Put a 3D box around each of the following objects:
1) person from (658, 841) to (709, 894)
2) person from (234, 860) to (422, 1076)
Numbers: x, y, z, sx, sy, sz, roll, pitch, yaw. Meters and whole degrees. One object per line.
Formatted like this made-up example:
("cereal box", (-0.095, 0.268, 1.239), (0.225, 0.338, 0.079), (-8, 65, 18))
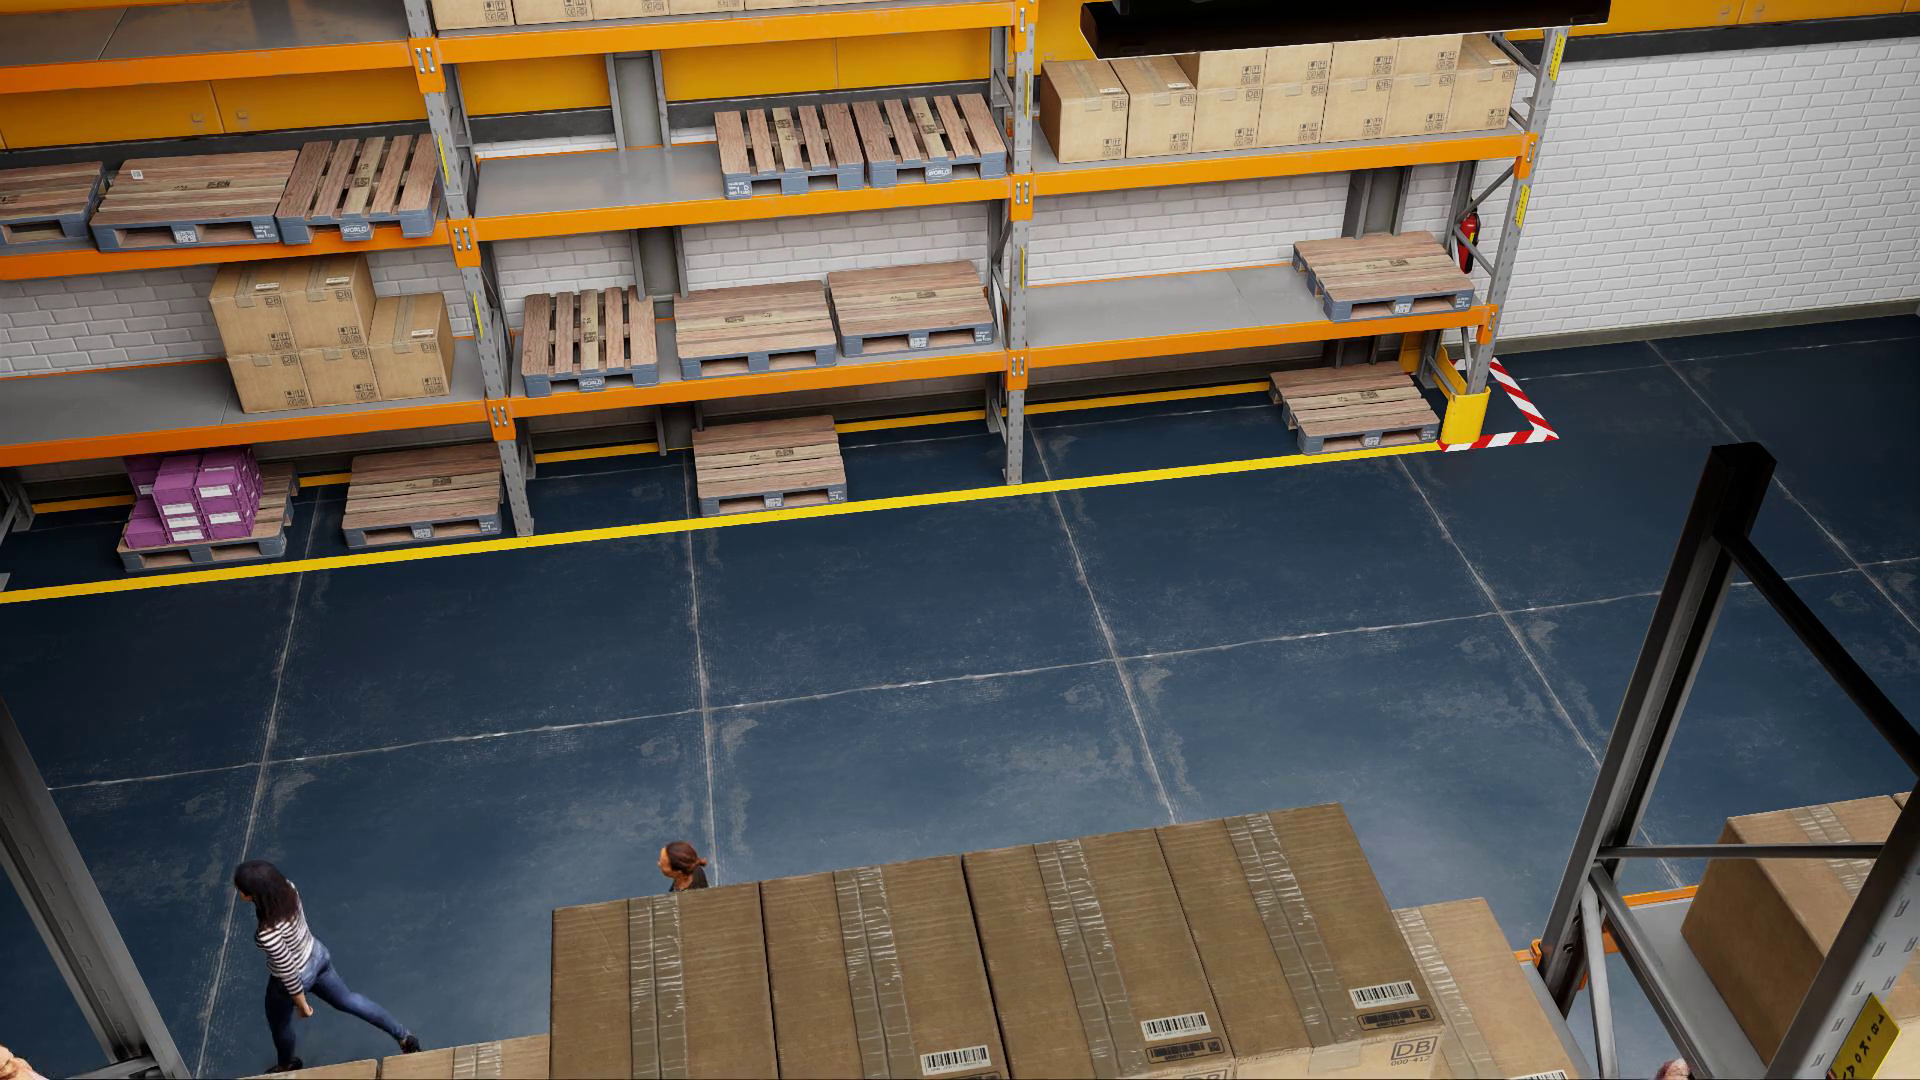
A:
("person", (-1.362, 2.247, 9.167), (1.132, 1.624, 0.727), (0, 39, 0))
("person", (-3.436, 2.343, 8.943), (1.163, 1.753, 0.702), (-1, 39, -1))
